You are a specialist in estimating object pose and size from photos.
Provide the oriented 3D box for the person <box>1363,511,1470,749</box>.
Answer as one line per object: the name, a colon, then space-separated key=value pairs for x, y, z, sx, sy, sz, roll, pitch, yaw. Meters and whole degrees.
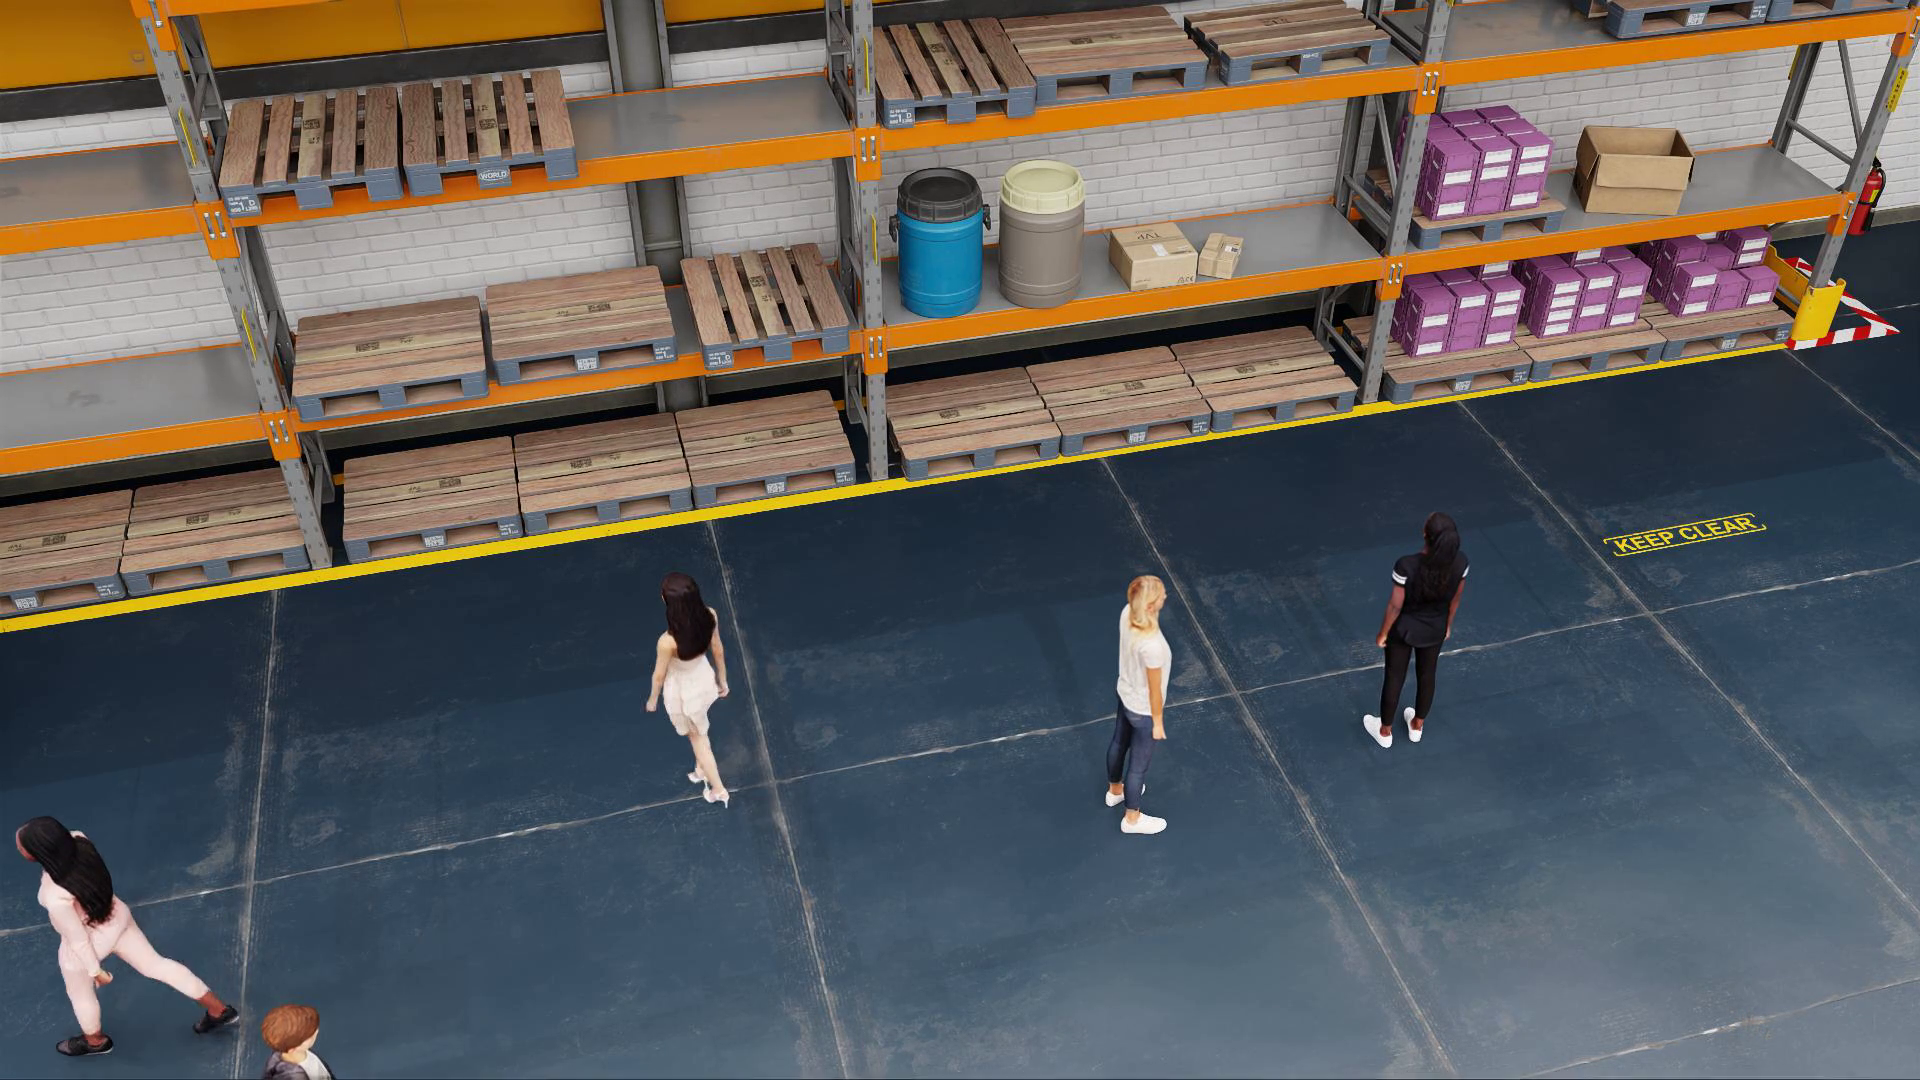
person: x=2.704 y=0.527 z=9.832 sx=0.537 sy=1.728 sz=0.686 roll=-6 pitch=39 yaw=-7

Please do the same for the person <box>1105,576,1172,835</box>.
person: x=0.992 y=0.909 z=9.289 sx=0.507 sy=1.809 sz=0.597 roll=-12 pitch=40 yaw=-14

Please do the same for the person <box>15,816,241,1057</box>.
person: x=-4.099 y=1.928 z=8.111 sx=1.196 sy=1.687 sz=0.785 roll=-2 pitch=39 yaw=-3

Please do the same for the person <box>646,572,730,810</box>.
person: x=-1.443 y=0.914 z=9.348 sx=0.760 sy=1.727 sz=0.695 roll=24 pitch=44 yaw=27

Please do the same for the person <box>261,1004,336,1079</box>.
person: x=-2.882 y=2.594 z=7.467 sx=0.561 sy=1.450 sz=0.557 roll=-14 pitch=41 yaw=-17
